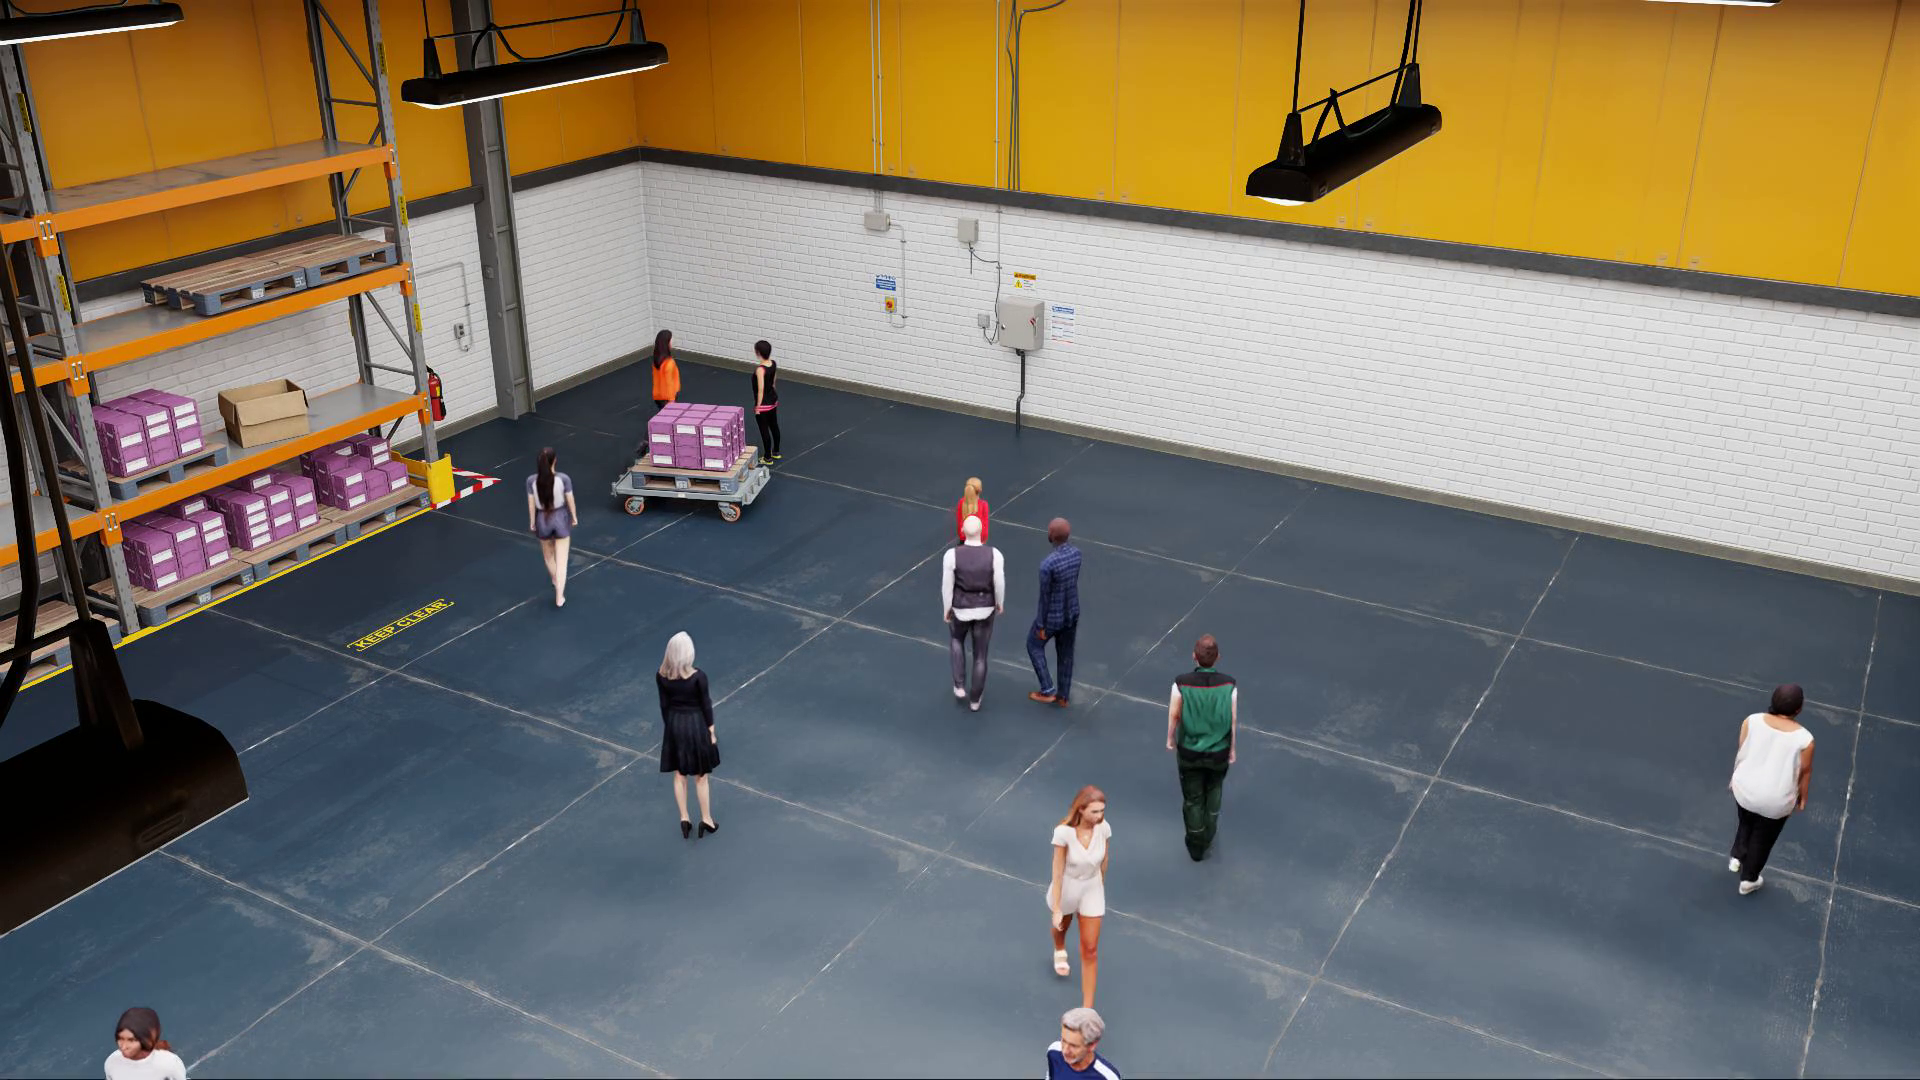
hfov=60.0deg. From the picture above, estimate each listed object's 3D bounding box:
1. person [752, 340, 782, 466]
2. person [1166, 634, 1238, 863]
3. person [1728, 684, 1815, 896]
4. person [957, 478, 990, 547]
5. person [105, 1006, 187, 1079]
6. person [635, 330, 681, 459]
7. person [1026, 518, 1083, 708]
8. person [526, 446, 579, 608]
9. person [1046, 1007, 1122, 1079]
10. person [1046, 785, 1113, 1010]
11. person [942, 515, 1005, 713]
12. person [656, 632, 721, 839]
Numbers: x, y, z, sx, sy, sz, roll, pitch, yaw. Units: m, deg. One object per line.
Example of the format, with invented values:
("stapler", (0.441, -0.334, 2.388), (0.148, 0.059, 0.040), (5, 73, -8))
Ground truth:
("person", (-2.363, -1.696, 20.308), (0.614, 1.553, 0.469), (10, 26, 22))
("person", (1.821, 1.593, 12.443), (0.816, 1.826, 0.868), (1, 24, 2))
("person", (5.835, 1.823, 12.106), (0.754, 1.674, 0.752), (-19, 30, -36))
("person", (0.104, 0.001, 16.789), (0.655, 1.263, 0.955), (6, 24, 13))
("person", (-4.273, 3.187, 8.949), (0.822, 1.704, 1.078), (3, 24, 7))
("person", (-3.619, -1.666, 20.012), (0.989, 1.736, 0.877), (-12, 26, -25))
("person", (0.913, 0.665, 14.584), (0.727, 1.811, 0.829), (-18, 29, -35))
("person", (-4.071, -0.105, 16.580), (0.922, 1.623, 1.052), (-2, 24, -4))
("person", (0.675, 3.192, 8.790), (0.711, 1.823, 0.954), (17, 29, 34))
("person", (0.747, 2.317, 11.022), (1.062, 1.638, 1.206), (-4, 24, -8))
("person", (0.113, 0.682, 14.546), (0.820, 1.811, 0.831), (0, 24, -1))
("person", (-2.083, 1.494, 12.769), (0.669, 1.747, 0.670), (4, 24, 10))
